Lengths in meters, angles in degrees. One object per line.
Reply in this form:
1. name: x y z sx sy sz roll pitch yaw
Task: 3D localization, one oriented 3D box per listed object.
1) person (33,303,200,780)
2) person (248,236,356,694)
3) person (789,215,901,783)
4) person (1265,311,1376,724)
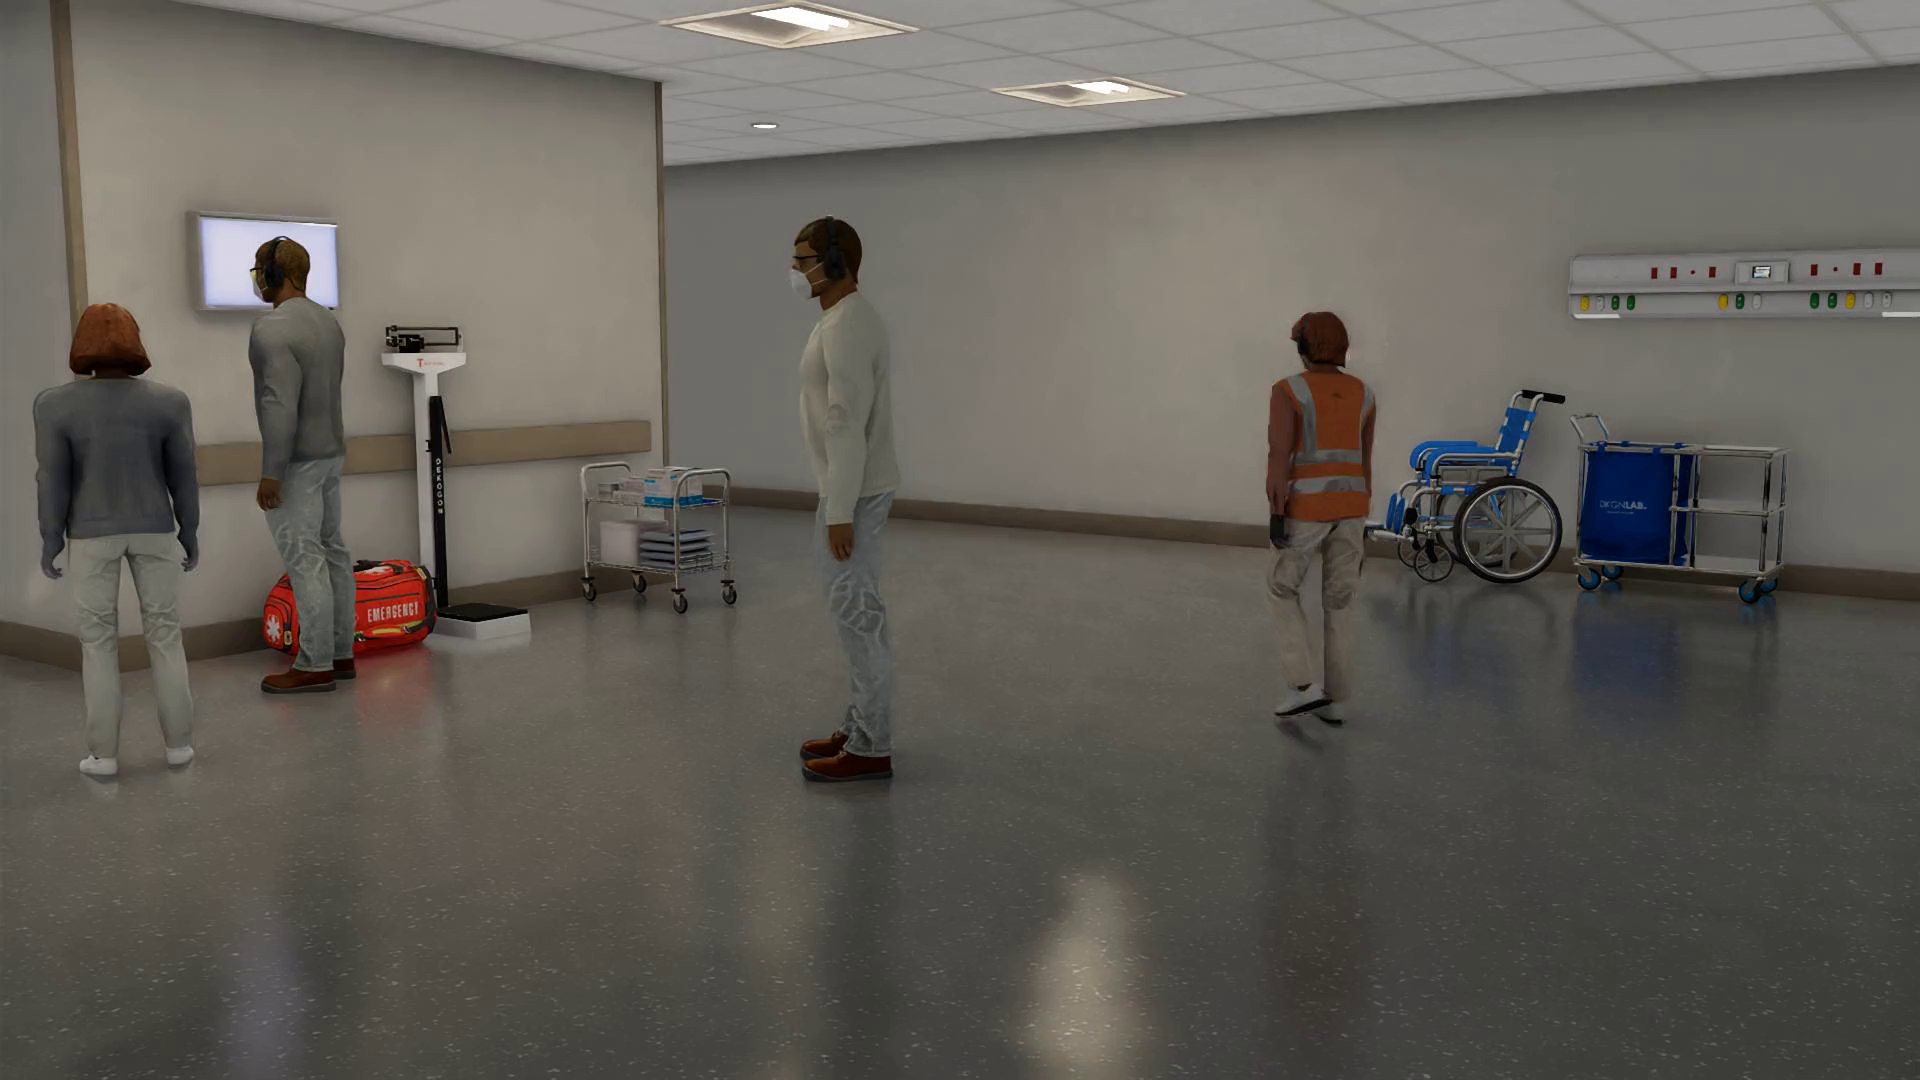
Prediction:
1. person: -2.891 0.005 5.736 0.508 1.631 0.269 -5 9 -36
2. person: -2.815 -0.317 7.102 0.356 1.938 0.633 0 7 2
3. person: -0.390 -0.137 5.724 0.371 1.932 0.622 0 7 -2
4. person: 1.413 -0.089 6.545 0.522 1.613 0.391 -3 8 -22
